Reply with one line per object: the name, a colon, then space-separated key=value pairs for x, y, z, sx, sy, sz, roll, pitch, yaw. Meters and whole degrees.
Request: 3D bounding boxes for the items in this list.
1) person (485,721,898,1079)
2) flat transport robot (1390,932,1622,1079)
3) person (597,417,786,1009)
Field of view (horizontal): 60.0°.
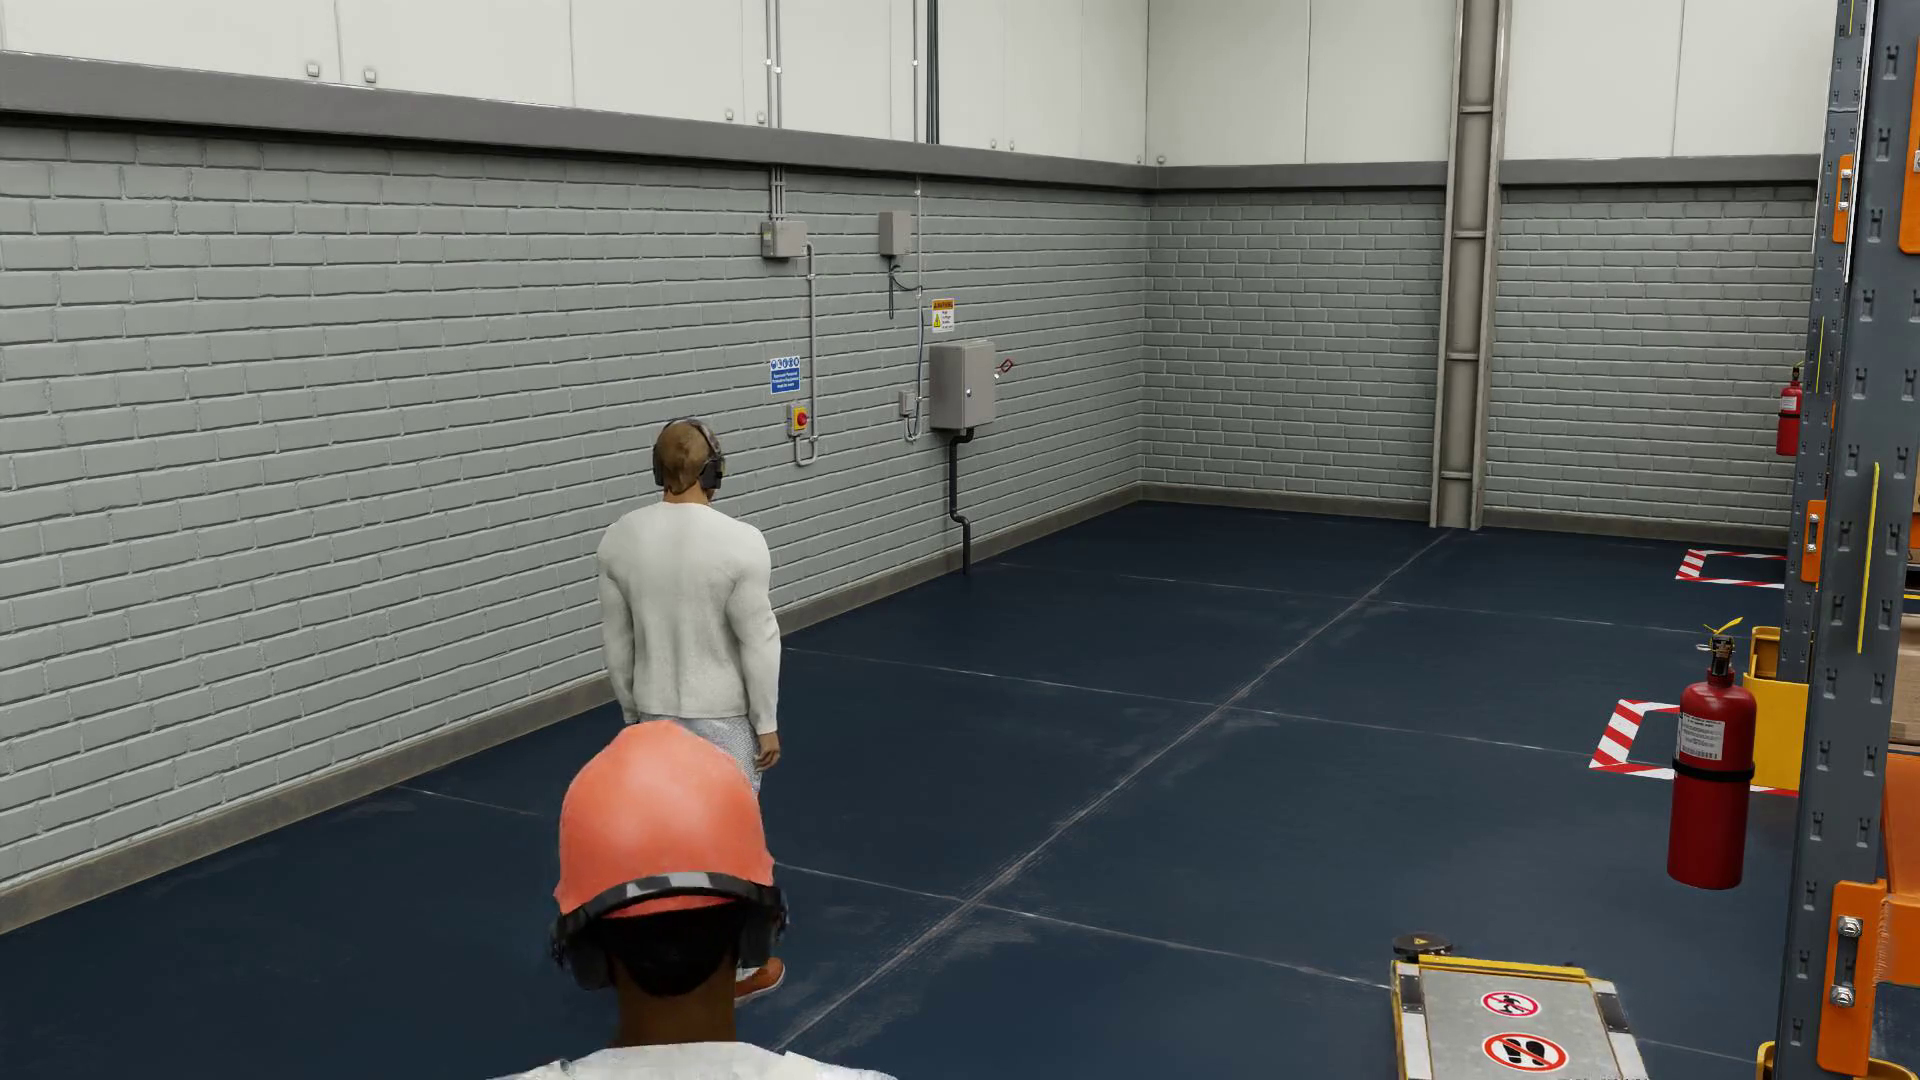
person: x=-0.302 y=1.208 z=1.822 sx=0.627 sy=1.995 sz=1.030 roll=-1 pitch=10 yaw=-5
flat transport robot: x=1.600 y=1.520 z=4.784 sx=0.652 sy=0.197 sz=1.431 roll=2 pitch=11 yaw=12
person: x=-0.861 y=0.568 z=5.427 sx=0.629 sy=1.940 sz=0.373 roll=4 pitch=11 yaw=21
